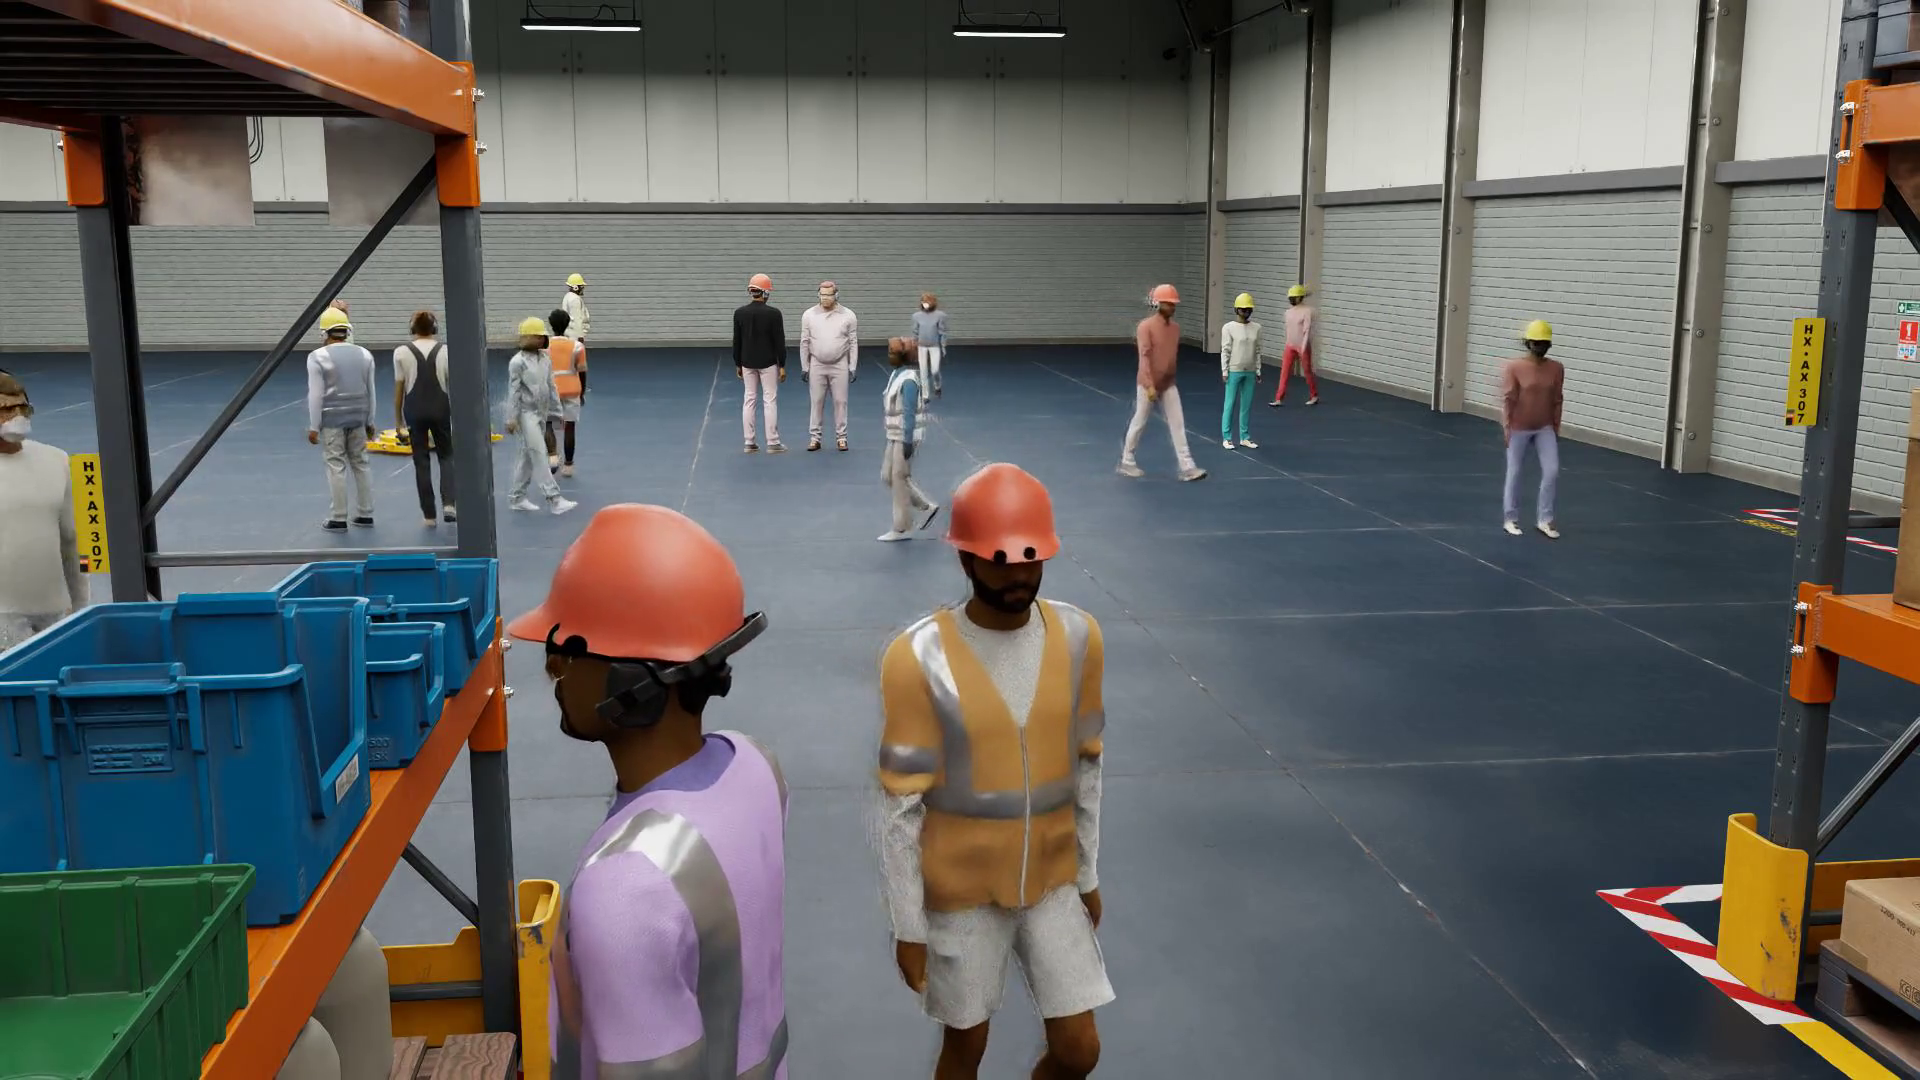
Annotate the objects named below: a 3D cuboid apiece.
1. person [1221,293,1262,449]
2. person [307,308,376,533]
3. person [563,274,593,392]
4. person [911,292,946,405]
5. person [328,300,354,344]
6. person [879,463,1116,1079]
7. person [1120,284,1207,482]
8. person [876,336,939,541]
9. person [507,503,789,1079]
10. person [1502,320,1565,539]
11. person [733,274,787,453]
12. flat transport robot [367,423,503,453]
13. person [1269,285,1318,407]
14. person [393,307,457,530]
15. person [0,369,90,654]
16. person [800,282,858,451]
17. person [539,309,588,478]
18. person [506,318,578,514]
[{"bbox_3d":[3.208,-1.913,18.916,0.533,1.768,0.310,-5,11,-24],"label":"person"},{"bbox_3d":[-5.065,-0.978,13.608,0.404,1.830,0.600,8,13,36],"label":"person"},{"bbox_3d":[-5.974,-3.224,25.913,0.404,1.834,0.592,-5,12,-27],"label":"person"},{"bbox_3d":[-0.450,-2.757,23.941,0.517,1.617,0.394,2,11,12],"label":"person"},{"bbox_3d":[-7.528,-2.095,20.261,0.511,1.640,0.308,10,14,43],"label":"person"},{"bbox_3d":[0.089,0.774,3.760,0.566,1.916,0.495,-4,11,-22],"label":"person"},{"bbox_3d":[1.981,-1.547,16.457,0.615,1.942,1.043,-7,13,-35],"label":"person"},{"bbox_3d":[-0.431,-0.798,13.157,0.436,1.626,0.530,-2,11,-13],"label":"person"},{"bbox_3d":[-0.429,0.958,2.401,0.364,2.048,0.608,1,10,5],"label":"person"},{"bbox_3d":[4.580,-0.873,13.281,0.540,1.748,0.647,-1,10,-4],"label":"person"},{"bbox_3d":[-2.220,-1.963,18.559,0.624,1.992,0.390,4,11,19],"label":"person"},{"bbox_3d":[-6.002,-1.186,19.031,0.652,0.197,1.431,7,12,32],"label":"flat transport robot"},{"bbox_3d":[4.807,-2.760,23.680,0.906,1.724,0.524,-10,14,-43],"label":"person"},{"bbox_3d":[-4.388,-1.000,13.727,0.519,1.828,0.421,-4,11,-20],"label":"person"},{"bbox_3d":[-3.750,0.276,6.534,0.891,1.914,0.637,4,11,23],"label":"person"},{"bbox_3d":[-1.475,-1.945,18.711,0.650,1.904,0.401,0,10,0],"label":"person"},{"bbox_3d":[-3.994,-1.458,16.631,0.563,1.682,0.372,-4,11,-21],"label":"person"},{"bbox_3d":[-3.623,-1.066,14.445,0.877,1.702,0.507,4,11,22],"label":"person"}]
